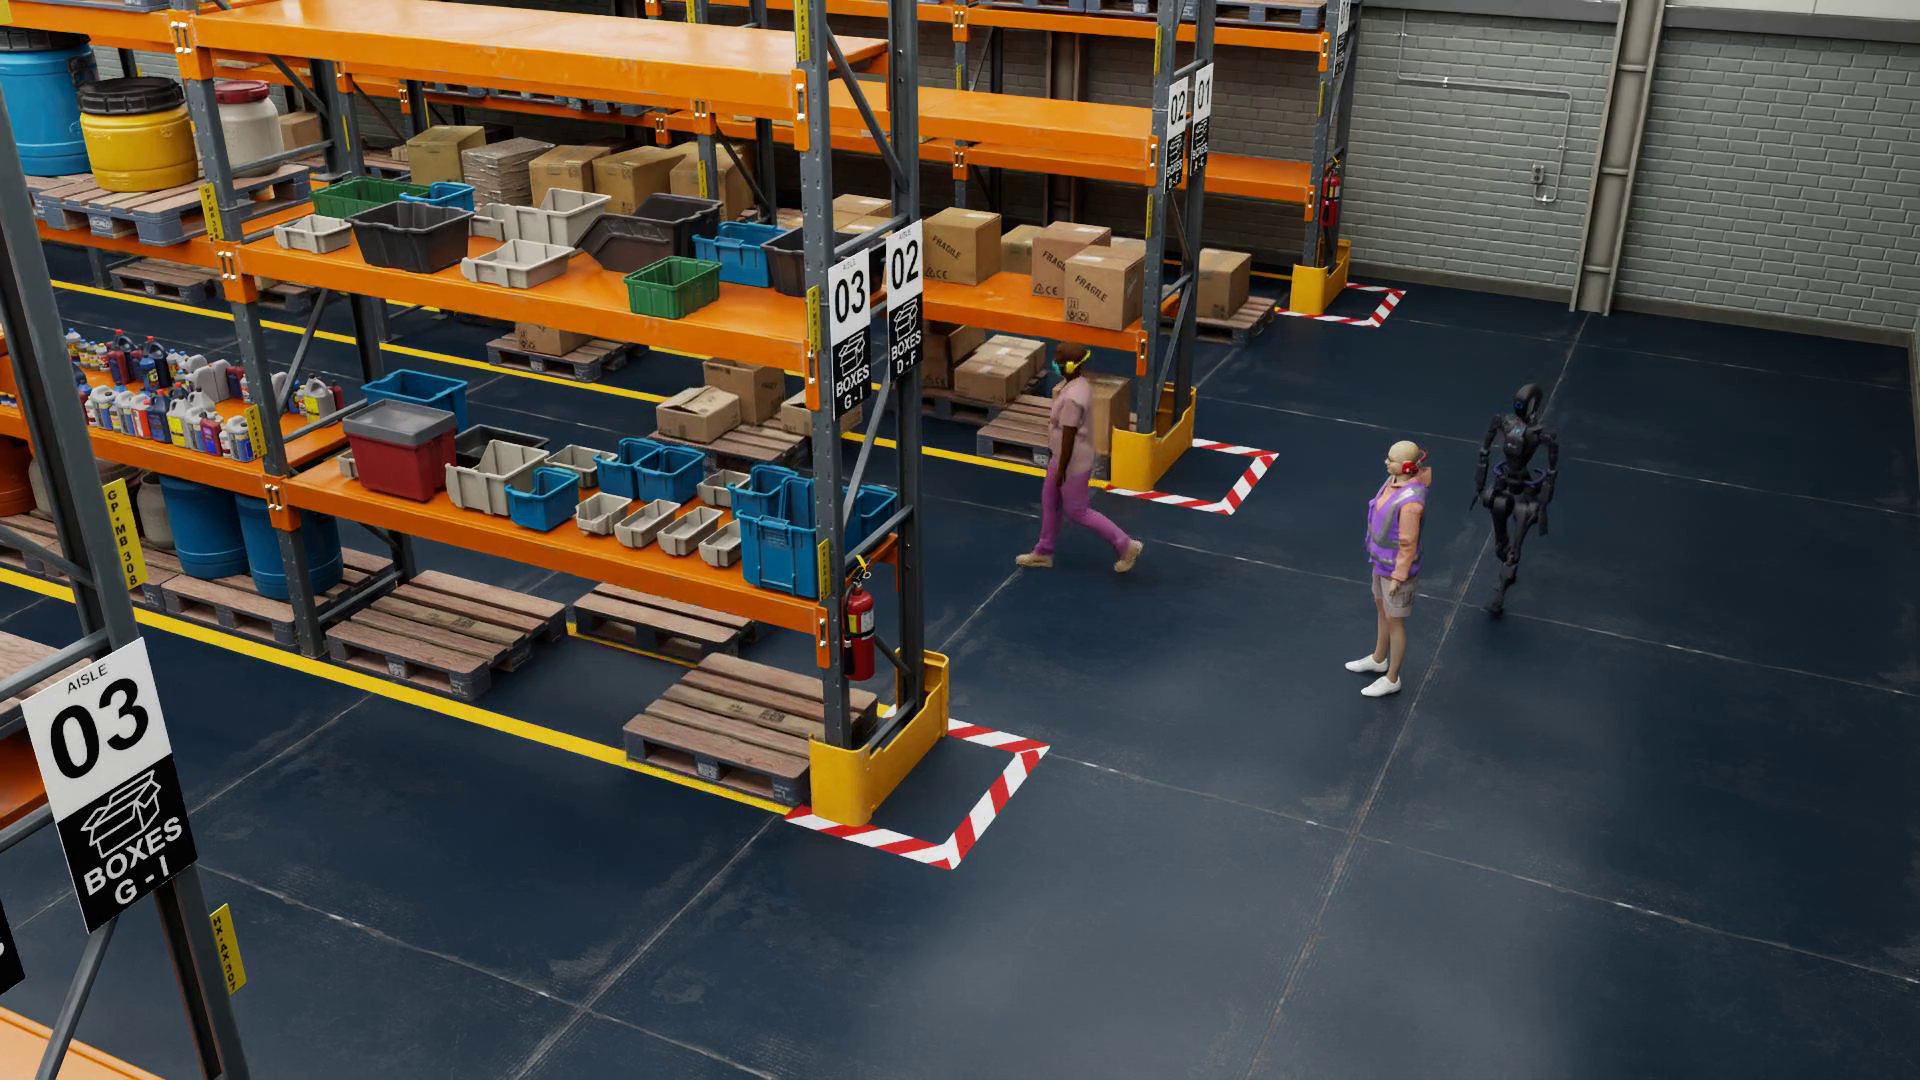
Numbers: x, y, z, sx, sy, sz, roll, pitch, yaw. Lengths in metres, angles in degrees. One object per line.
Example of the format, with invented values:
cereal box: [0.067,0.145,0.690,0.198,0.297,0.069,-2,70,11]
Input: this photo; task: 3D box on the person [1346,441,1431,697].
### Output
person: [2.692,0.170,10.351,0.345,1.694,0.482,-2,26,-3]

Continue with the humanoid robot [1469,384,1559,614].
humanoid robot: [3.783,-0.308,11.384,0.589,1.619,0.775,22,34,37]

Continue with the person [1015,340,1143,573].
person: [0.862,-0.562,11.754,0.839,1.765,0.514,1,26,3]
